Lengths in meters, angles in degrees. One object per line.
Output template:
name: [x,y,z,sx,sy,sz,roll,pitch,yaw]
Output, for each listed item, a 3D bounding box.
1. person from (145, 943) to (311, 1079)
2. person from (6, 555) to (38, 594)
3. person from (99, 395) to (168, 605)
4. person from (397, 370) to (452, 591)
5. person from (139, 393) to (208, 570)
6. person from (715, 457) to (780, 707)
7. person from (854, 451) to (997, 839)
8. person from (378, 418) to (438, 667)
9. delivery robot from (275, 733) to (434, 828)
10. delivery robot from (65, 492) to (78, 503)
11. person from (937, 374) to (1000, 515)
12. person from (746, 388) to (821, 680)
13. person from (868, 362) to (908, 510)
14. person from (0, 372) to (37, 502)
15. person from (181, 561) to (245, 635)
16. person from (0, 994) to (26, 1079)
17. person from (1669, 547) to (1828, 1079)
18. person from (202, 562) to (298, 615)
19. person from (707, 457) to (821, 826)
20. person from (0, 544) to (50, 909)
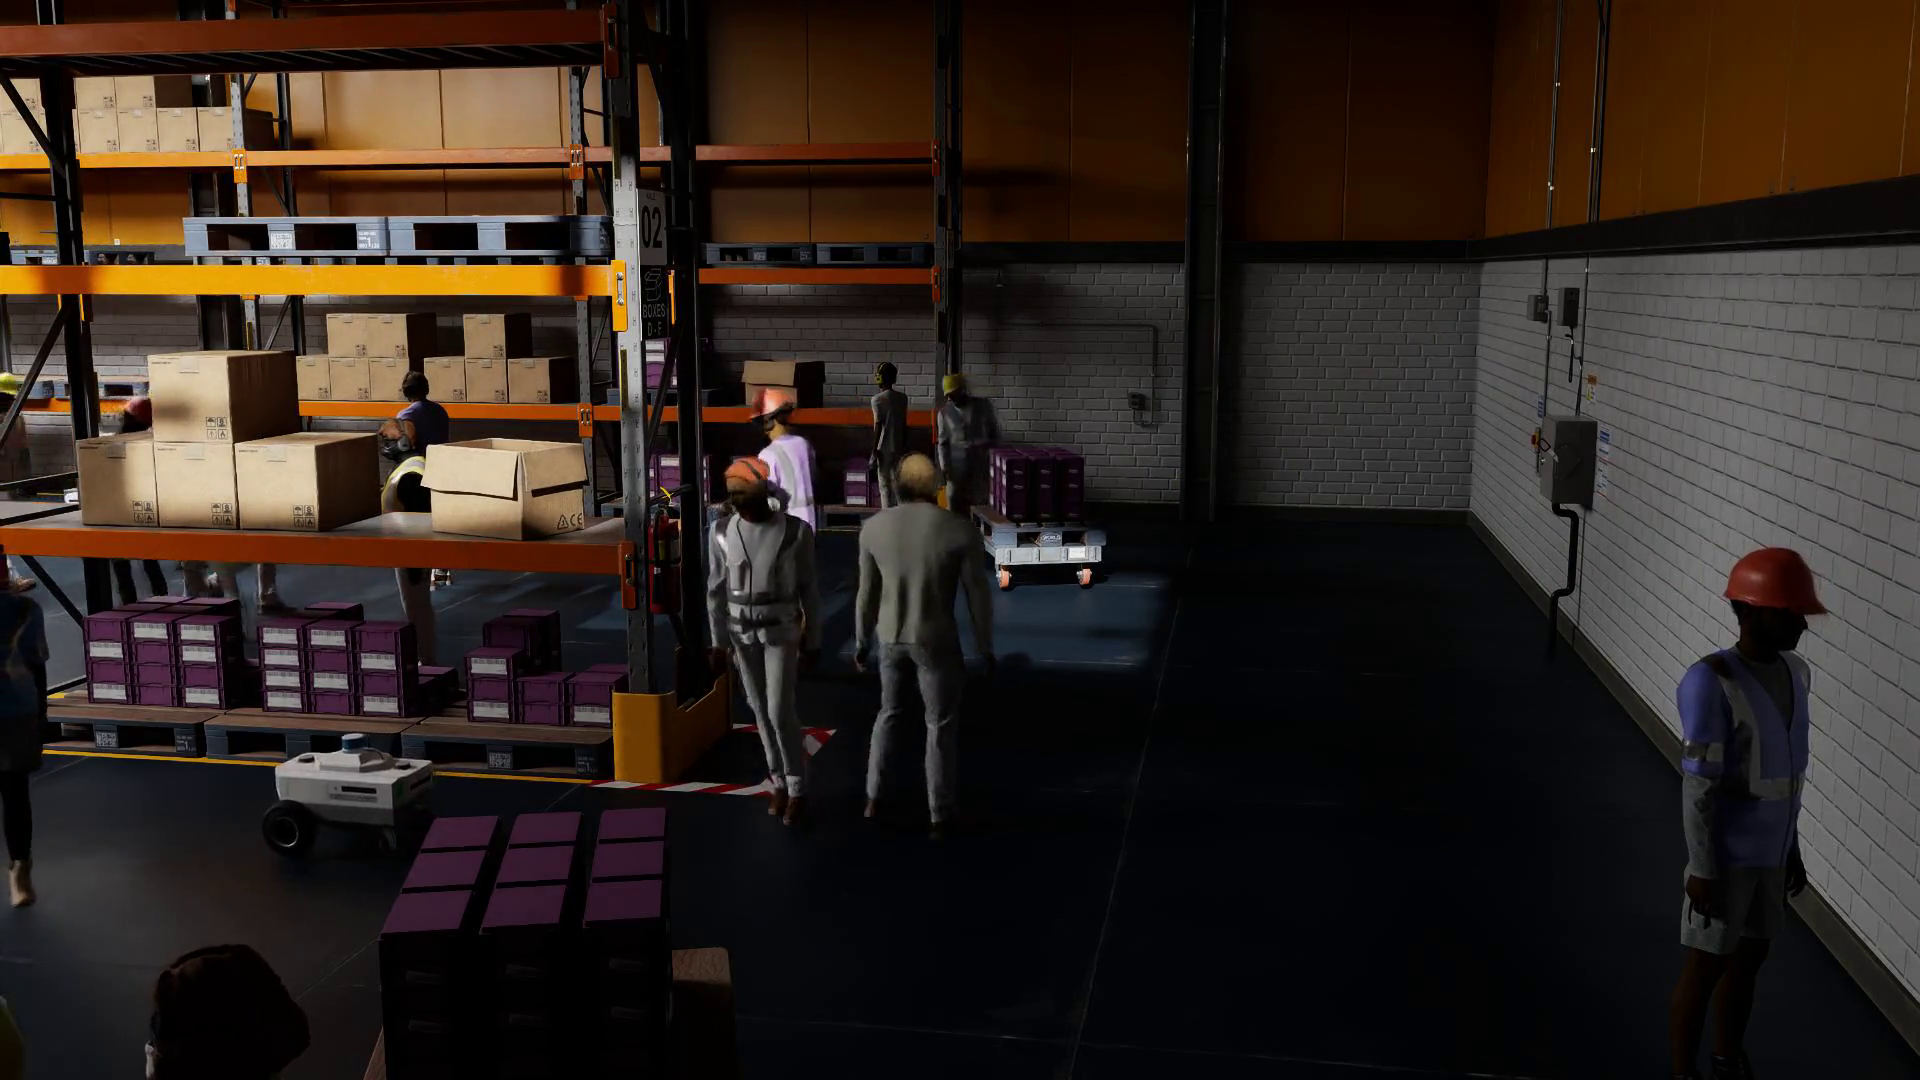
person: [-1.273,1.507,2.991,0.285,1.634,0.499,-5,11,-29]
person: [-8.451,-0.369,14.141,0.945,1.792,0.634,2,9,10]
person: [-6.203,-0.142,12.486,0.612,1.887,0.389,-1,9,-7]
person: [-4.722,-0.521,14.639,0.353,1.936,0.635,3,10,16]
person: [-7.413,-0.574,15.528,0.561,1.756,0.543,-8,12,-42]
person: [-1.366,0.270,10.697,0.528,1.625,0.522,-8,12,-42]
person: [-0.191,0.528,8.251,0.727,1.921,0.436,3,10,20]
person: [-3.685,0.099,11.121,0.428,1.836,0.626,-3,10,-20]
delivery robot: [-2.927,1.182,8.058,0.707,0.478,0.477,2,9,12]
delivery robot: [-9.418,-0.443,18.140,0.477,0.478,0.707,1,9,4]
person: [0.106,-0.796,16.860,0.661,1.780,0.407,-1,9,-6]
person: [-1.198,-0.026,11.313,0.509,2.014,0.634,3,10,19]
person: [-0.744,-0.907,17.248,0.309,1.868,0.535,8,12,41]
person: [-8.572,-0.549,14.905,0.494,1.896,0.609,2,9,10]
person: [-5.776,-0.041,12.720,0.845,1.597,0.525,6,11,35]
person: [-1.541,1.513,2.468,0.480,1.791,0.616,-1,9,-8]
person: [2.526,0.978,5.330,0.544,1.939,0.353,-6,11,-31]
person: [-5.754,-0.340,13.392,0.625,1.973,0.623,0,9,-1]
person: [-1.026,0.515,8.436,0.575,1.859,0.641,3,10,17]
person: [-4.362,0.767,7.453,0.540,1.679,0.675,-5,10,-28]
